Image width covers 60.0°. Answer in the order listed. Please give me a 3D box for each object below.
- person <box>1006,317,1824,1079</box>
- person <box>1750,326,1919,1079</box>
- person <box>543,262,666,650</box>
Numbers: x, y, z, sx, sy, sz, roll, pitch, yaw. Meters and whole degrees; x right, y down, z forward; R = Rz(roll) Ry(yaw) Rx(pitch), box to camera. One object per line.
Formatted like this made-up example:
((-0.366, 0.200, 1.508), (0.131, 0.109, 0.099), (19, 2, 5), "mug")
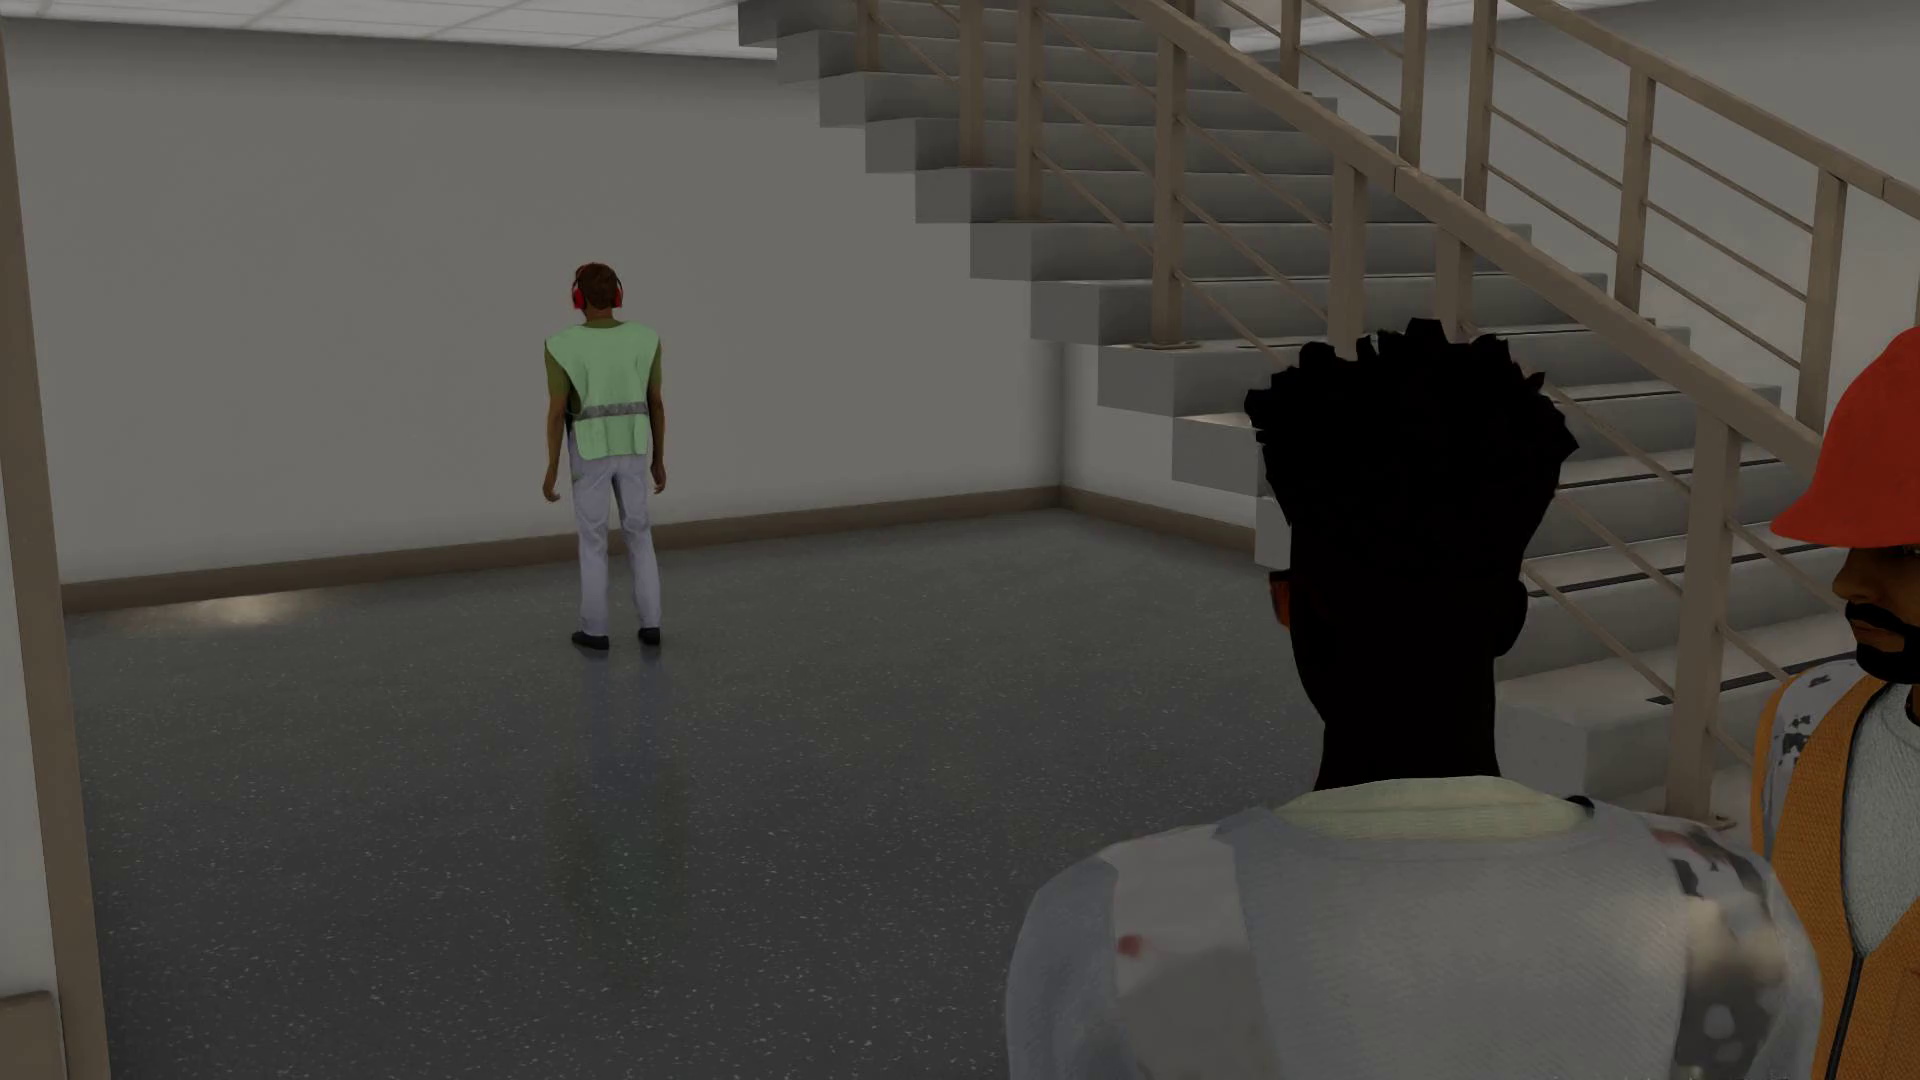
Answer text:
((0.324, 0.811, 1.325), (0.609, 1.954, 0.387), (-1, 11, -8), "person")
((0.906, 0.761, 1.616), (0.373, 1.934, 0.551), (-4, 11, -19), "person")
((-1.665, -0.383, 7.889), (0.587, 1.841, 0.380), (-7, 13, -32), "person")
